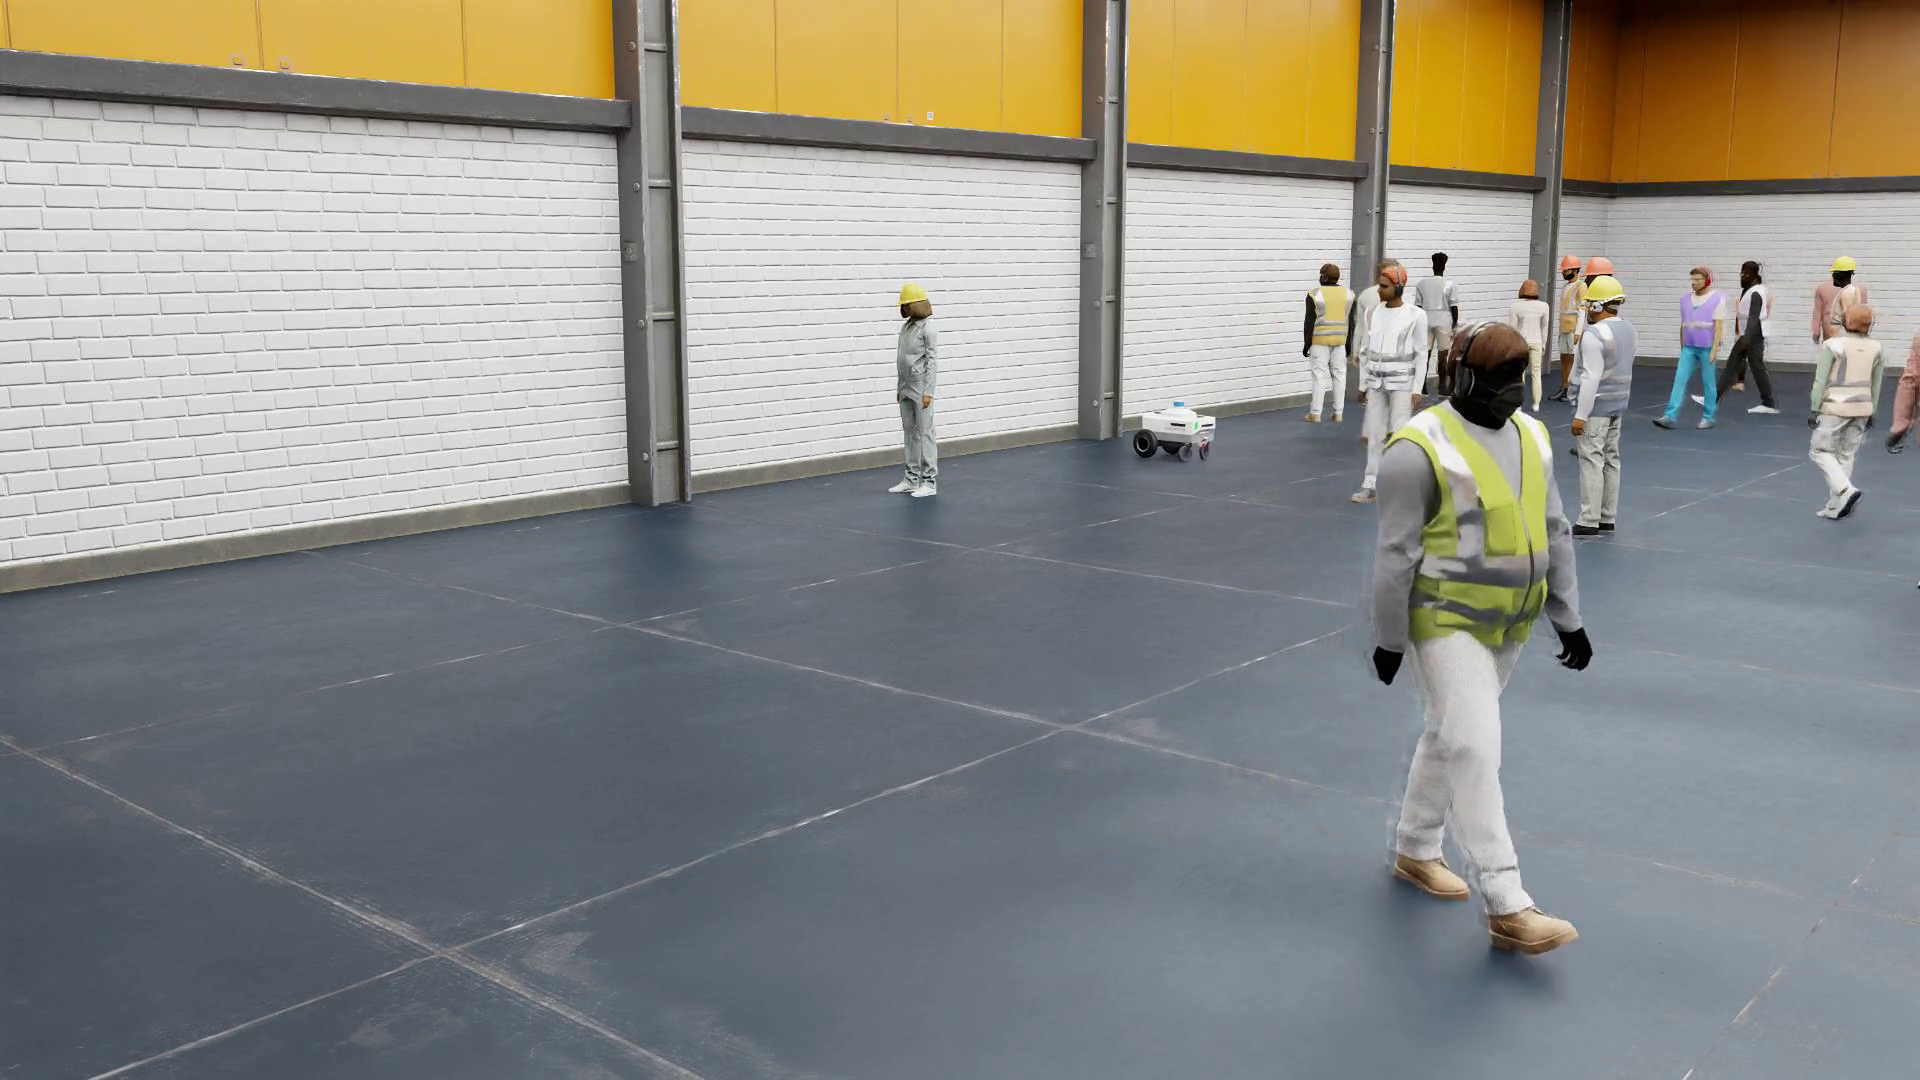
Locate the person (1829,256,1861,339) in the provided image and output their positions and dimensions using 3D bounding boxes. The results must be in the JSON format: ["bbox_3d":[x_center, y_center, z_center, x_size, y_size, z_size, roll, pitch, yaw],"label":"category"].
[{"bbox_3d":[10.187,-2.307,19.238,0.387,1.927,0.589,5,11,28],"label":"person"}]

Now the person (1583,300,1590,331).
[{"bbox_3d":[8.729,-2.900,22.848,0.514,1.845,0.338,1,10,8],"label":"person"}]

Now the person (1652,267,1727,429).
[{"bbox_3d":[8.148,-2.108,18.449,0.918,1.802,0.597,-7,12,-34],"label":"person"}]

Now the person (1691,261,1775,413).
[{"bbox_3d":[9.605,-2.485,20.462,0.990,1.852,0.638,3,10,15],"label":"person"}]

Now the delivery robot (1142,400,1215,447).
[{"bbox_3d":[2.104,-1.101,16.013,0.477,0.478,0.707,-10,14,-44],"label":"delivery robot"}]

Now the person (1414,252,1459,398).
[{"bbox_3d":[6.465,-2.909,22.554,0.611,1.966,0.362,7,12,34],"label":"person"}]

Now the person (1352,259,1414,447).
[{"bbox_3d":[4.443,-1.915,17.071,0.952,1.896,0.662,-7,12,-36],"label":"person"}]

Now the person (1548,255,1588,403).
[{"bbox_3d":[8.015,-2.772,21.898,0.378,1.930,0.538,-2,10,-12],"label":"person"}]

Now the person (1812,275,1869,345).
[{"bbox_3d":[11.955,-2.854,22.583,1.014,1.856,0.642,-8,13,-40],"label":"person"}]

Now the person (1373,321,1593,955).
[{"bbox_3d":[1.600,0.274,4.905,0.628,1.804,0.893,-7,12,-34],"label":"person"}]

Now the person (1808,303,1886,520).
[{"bbox_3d":[6.551,-0.925,12.252,0.522,1.622,0.484,-1,10,-7],"label":"person"}]

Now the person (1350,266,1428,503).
[{"bbox_3d":[3.386,-1.205,13.094,0.362,1.883,0.576,-9,13,-42],"label":"person"}]

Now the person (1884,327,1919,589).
[{"bbox_3d":[5.869,-0.648,9.929,0.810,1.878,0.642,-5,11,-24],"label":"person"}]

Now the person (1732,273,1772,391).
[{"bbox_3d":[11.143,-2.913,23.364,0.544,1.683,0.564,-1,10,-7],"label":"person"}]

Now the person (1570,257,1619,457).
[{"bbox_3d":[6.104,-1.740,15.985,0.374,1.935,0.552,1,10,8],"label":"person"}]

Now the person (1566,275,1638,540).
[{"bbox_3d":[4.446,-0.918,11.600,0.600,1.831,0.404,-9,13,-42],"label":"person"}]

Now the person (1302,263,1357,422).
[{"bbox_3d":[4.281,-2.290,19.384,0.631,1.845,0.429,-2,10,-13],"label":"person"}]

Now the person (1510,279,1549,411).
[{"bbox_3d":[7.045,-2.410,20.660,0.498,1.634,0.280,0,10,0],"label":"person"}]

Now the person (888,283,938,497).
[{"bbox_3d":[-0.374,-1.225,13.615,0.302,1.741,0.485,-7,12,-35],"label":"person"}]
